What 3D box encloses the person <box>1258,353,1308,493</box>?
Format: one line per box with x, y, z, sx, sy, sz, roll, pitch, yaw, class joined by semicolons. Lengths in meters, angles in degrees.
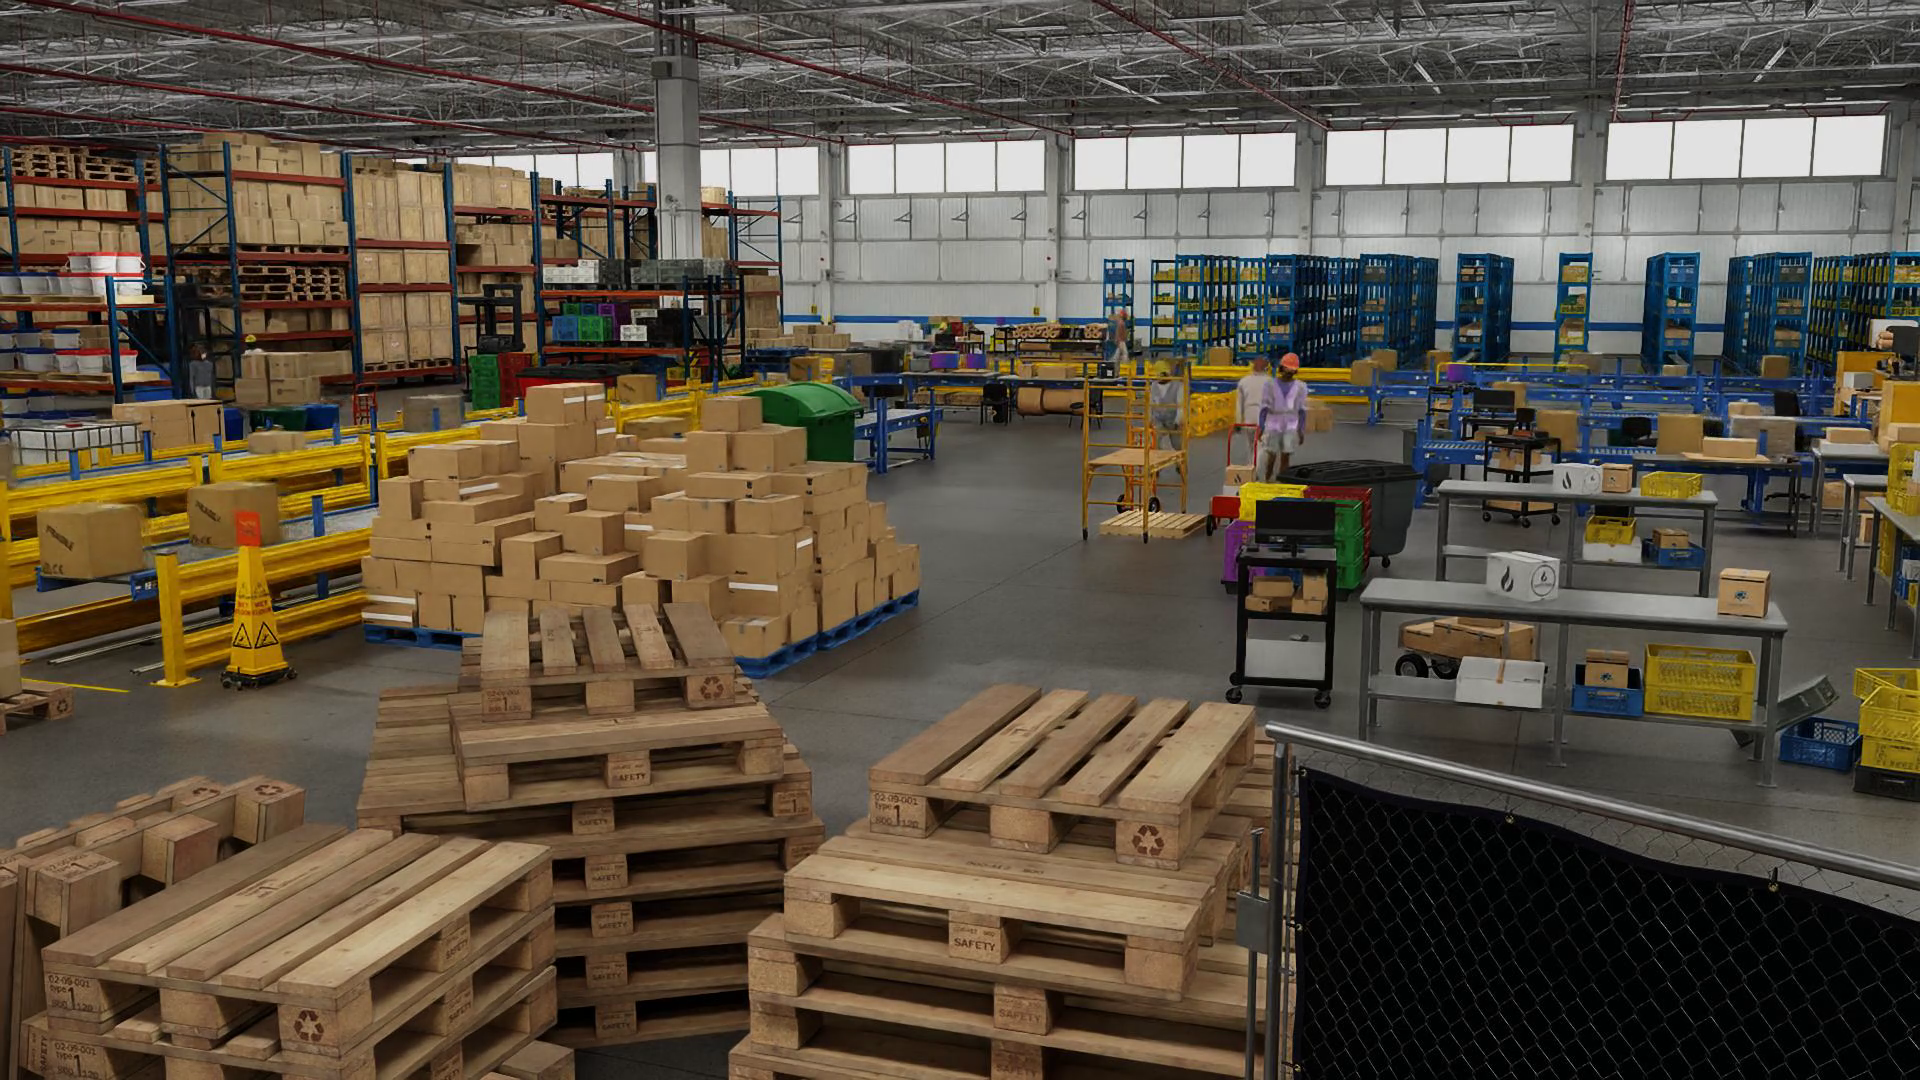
4.290;-1.479;22.085;0.631;2.017;0.428;1;9;5;person

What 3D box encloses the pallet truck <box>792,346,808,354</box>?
-3.705;-4.298;42.022;0.653;1.274;1.630;3;10;20;pallet truck

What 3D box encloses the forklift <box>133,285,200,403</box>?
-16.708;-4.090;35.770;1.873;2.768;1.129;0;9;2;forklift

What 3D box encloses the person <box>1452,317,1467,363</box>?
15.562;-6.108;51.832;0.612;1.809;0.696;-3;10;-20;person

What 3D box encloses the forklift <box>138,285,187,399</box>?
-17.480;-4.200;36.461;1.873;2.768;1.129;3;10;19;forklift

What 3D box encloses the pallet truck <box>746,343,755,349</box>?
-6.183;-4.618;44.264;1.601;1.201;0.680;-9;12;-43;pallet truck

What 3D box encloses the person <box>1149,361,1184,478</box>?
3.131;-1.830;25.109;0.617;1.775;0.869;4;10;22;person

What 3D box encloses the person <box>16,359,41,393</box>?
-19.499;-3.342;34.939;0.876;1.652;0.533;7;11;37;person

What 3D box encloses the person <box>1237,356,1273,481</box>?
4.322;-1.733;24.146;0.654;1.871;0.860;5;10;28;person

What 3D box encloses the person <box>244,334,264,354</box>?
-15.641;-3.720;37.027;0.520;1.735;0.755;2;9;11;person

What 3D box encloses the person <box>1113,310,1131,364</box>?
5.179;-6.215;52.012;0.981;1.946;0.652;2;9;13;person

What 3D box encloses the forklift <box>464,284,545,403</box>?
-10.832;-4.702;39.610;1.129;2.768;1.873;3;10;20;forklift

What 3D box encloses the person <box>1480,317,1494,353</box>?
16.092;-5.974;50.991;0.838;1.805;0.598;7;11;36;person

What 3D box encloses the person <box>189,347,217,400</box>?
-15.019;-3.026;33.040;0.357;1.620;0.501;5;10;28;person

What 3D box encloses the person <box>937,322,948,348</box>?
-0.553;-5.146;45.963;0.714;1.743;0.526;6;11;31;person
